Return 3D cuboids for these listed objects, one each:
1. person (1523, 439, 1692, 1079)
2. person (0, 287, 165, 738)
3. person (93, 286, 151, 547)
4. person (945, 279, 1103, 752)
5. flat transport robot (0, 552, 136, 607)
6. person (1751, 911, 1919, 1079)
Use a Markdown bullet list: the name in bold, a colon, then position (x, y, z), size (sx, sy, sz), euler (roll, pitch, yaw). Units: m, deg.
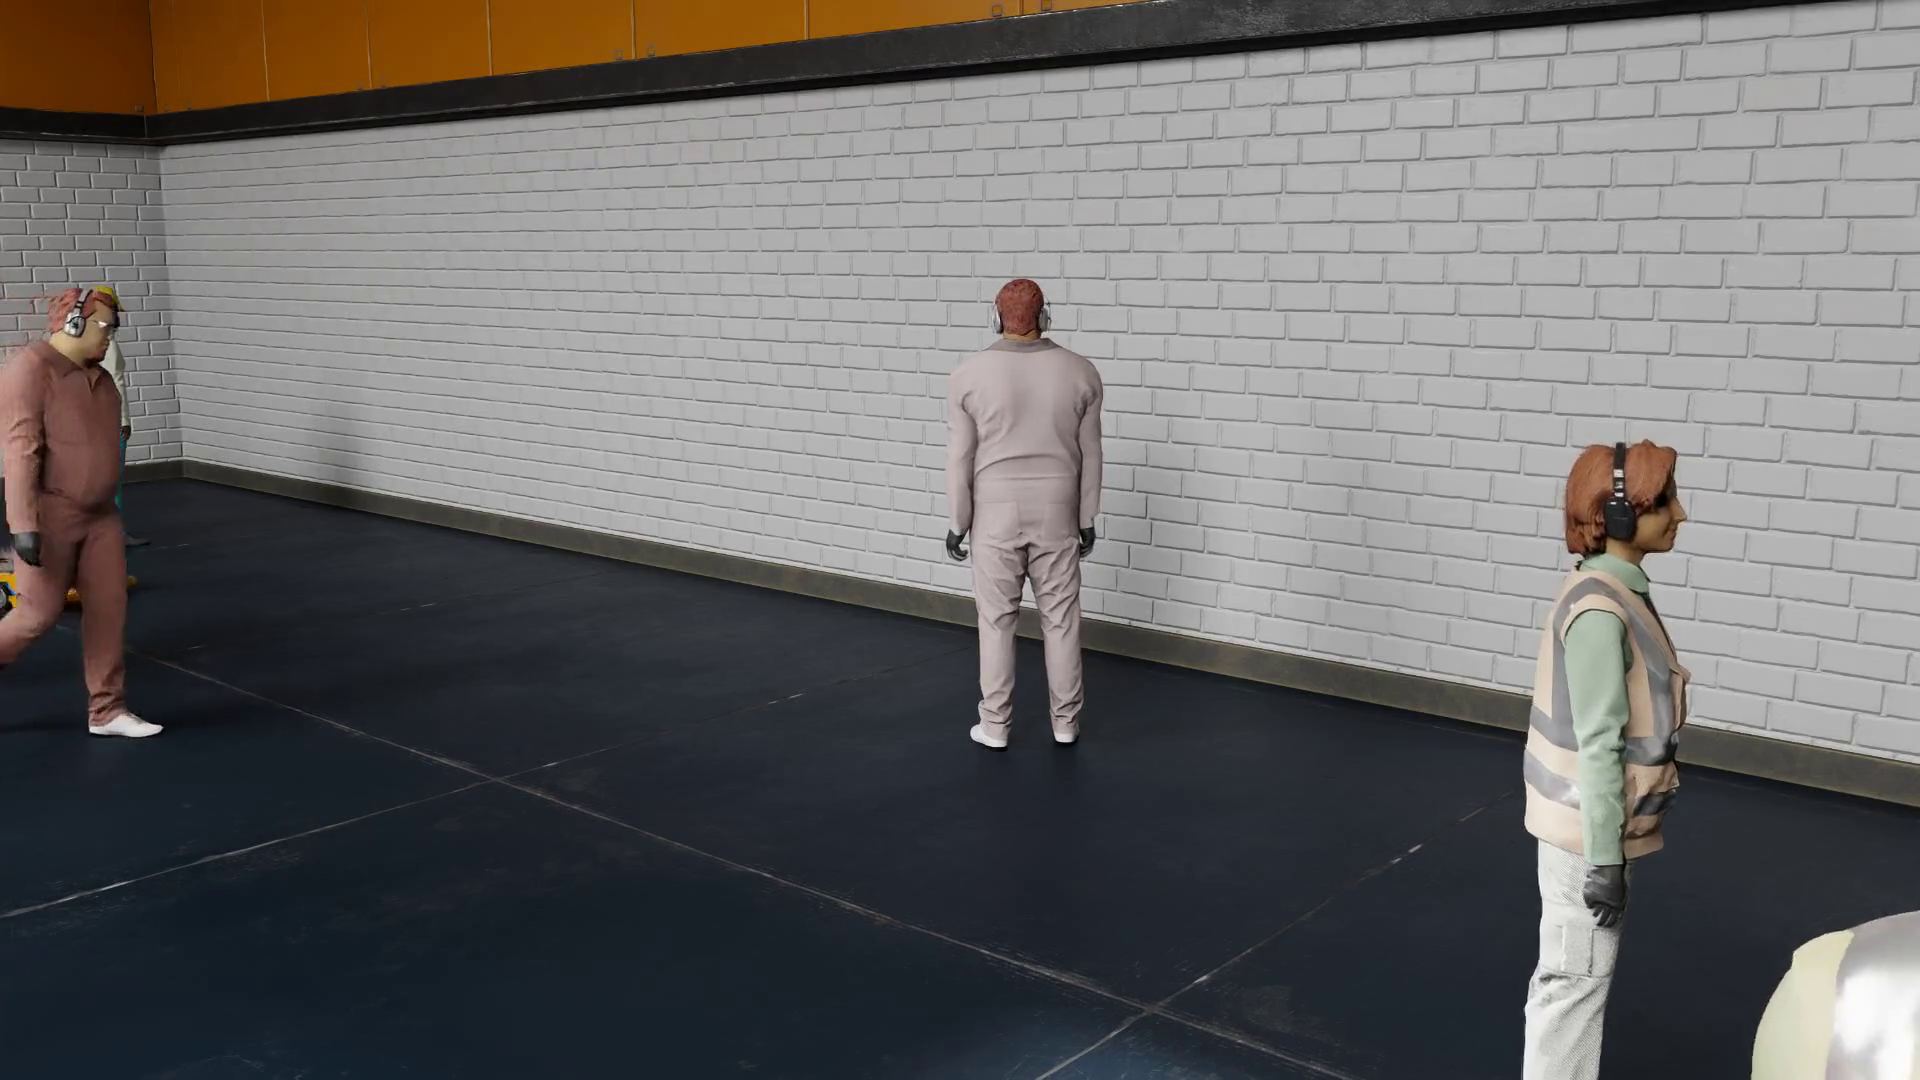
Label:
- **person**: position (1.324, 0.616, 3.445), size (0.326, 1.649, 0.520), euler (4, 11, 21)
- **person**: position (-3.739, -0.098, 6.831), size (0.780, 1.865, 0.711), euler (2, 10, 12)
- **person**: position (-5.784, -0.830, 11.294), size (0.533, 1.765, 0.324), euler (7, 12, 36)
- **person**: position (0.251, -0.092, 6.710), size (0.643, 1.901, 0.400), euler (-1, 10, -7)
- **flat transport robot**: position (-5.624, 0.209, 9.626), size (1.431, 0.197, 0.652), euler (2, 10, 11)
- **person**: position (0.980, 0.899, 1.424), size (0.634, 1.785, 0.908), euler (8, 13, 40)
